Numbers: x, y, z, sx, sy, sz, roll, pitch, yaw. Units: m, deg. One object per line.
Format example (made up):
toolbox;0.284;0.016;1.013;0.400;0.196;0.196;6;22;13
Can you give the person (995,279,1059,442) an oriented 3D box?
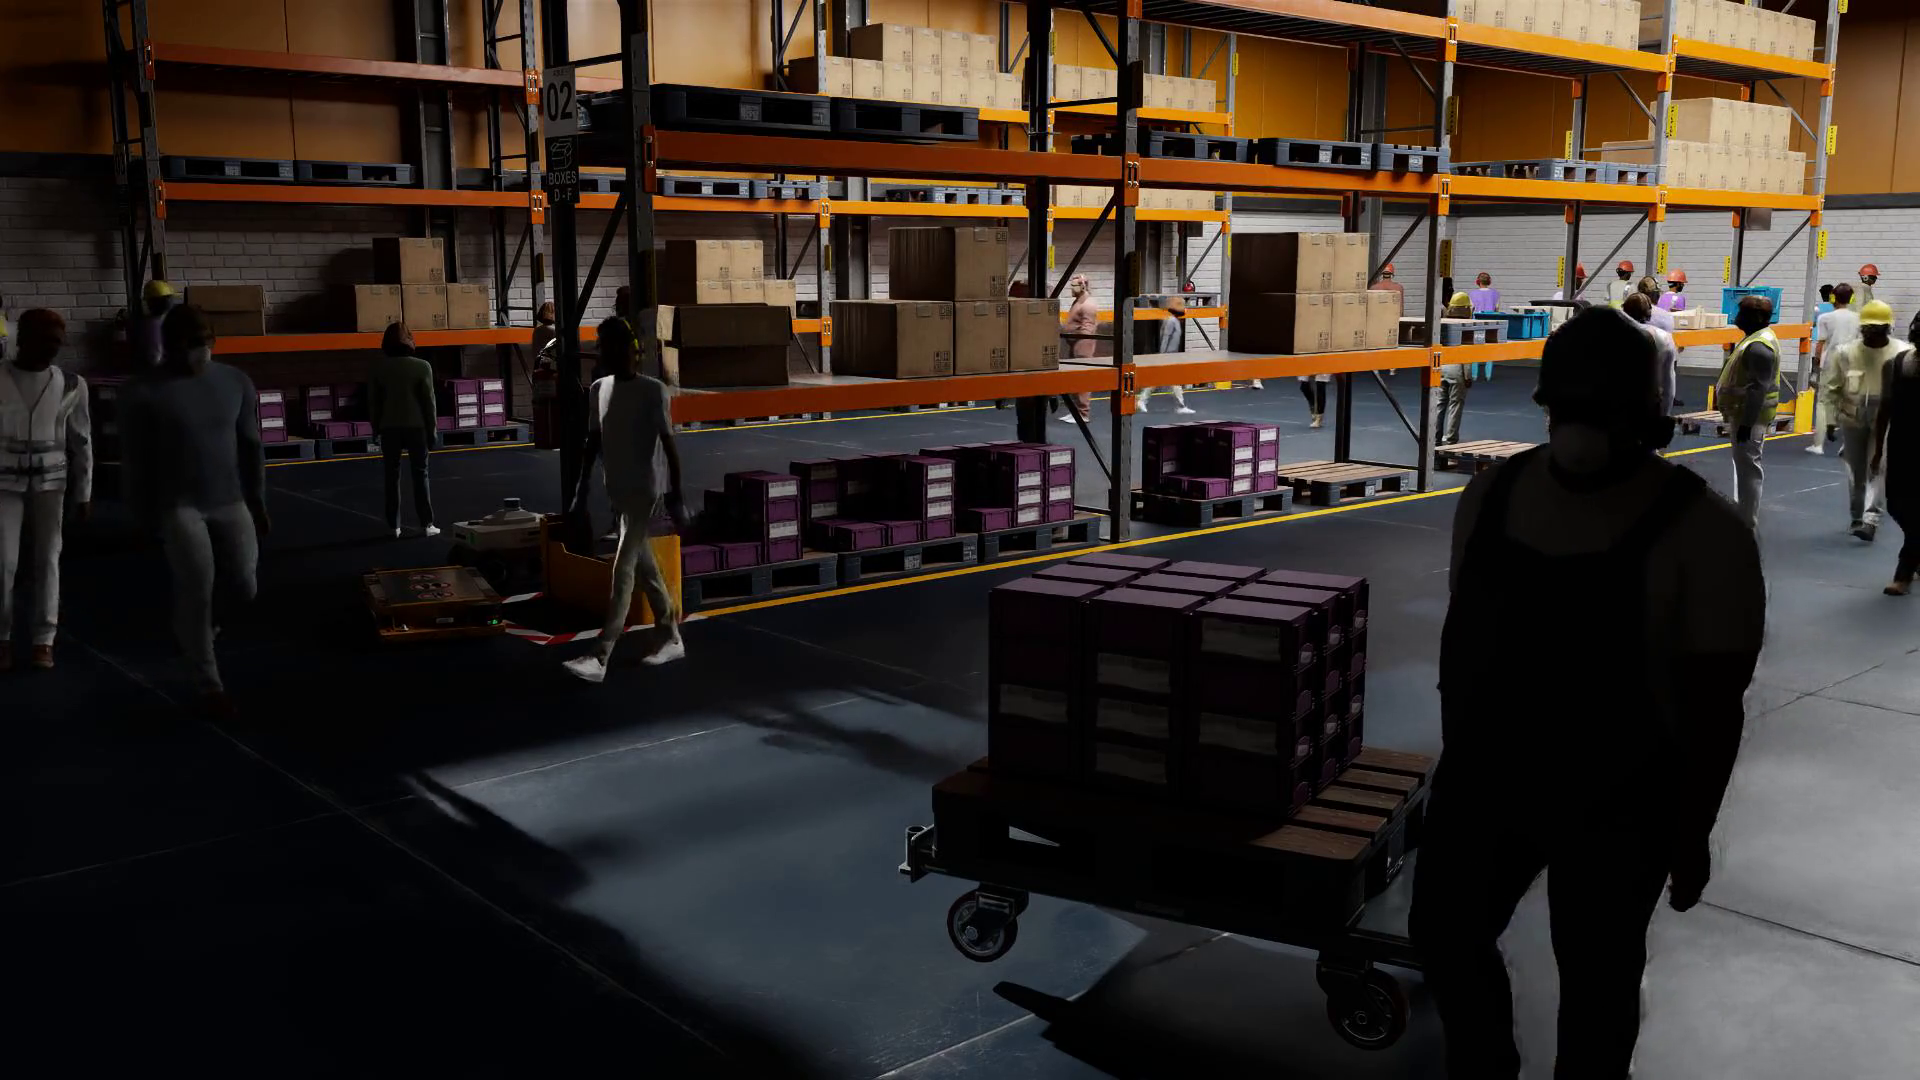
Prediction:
person;0.538;-1.305;14.540;0.694;1.912;0.576;-7;12;-37

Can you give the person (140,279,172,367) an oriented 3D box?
person;-7.466;-1.494;15.664;0.613;1.909;0.617;0;10;1

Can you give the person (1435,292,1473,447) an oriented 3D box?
person;5.325;-1.787;17.892;0.346;1.737;0.485;-5;11;-28

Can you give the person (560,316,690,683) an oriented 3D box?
person;-1.711;-0.201;8.358;0.501;1.814;0.954;7;12;36

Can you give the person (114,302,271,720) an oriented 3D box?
person;-3.566;-0.142;7.721;0.574;1.918;0.649;8;12;39

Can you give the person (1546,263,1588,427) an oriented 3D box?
person;7.515;-2.398;20.570;0.388;2.045;0.605;-2;10;-12

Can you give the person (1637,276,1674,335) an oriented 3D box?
person;6.449;-1.517;15.719;0.372;1.940;0.629;-7;12;-34

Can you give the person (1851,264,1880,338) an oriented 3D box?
person;14.409;-3.393;26.539;0.375;1.995;0.611;7;12;34

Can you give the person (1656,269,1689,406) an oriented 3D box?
person;10.118;-2.872;23.657;0.375;1.935;0.550;-3;10;-17

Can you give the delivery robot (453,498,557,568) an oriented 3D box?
delivery robot;-2.893;-0.029;10.781;0.707;0.478;0.477;-7;12;-36

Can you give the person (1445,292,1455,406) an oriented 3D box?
person;6.939;-2.723;23.656;0.517;1.639;0.313;-8;12;-38

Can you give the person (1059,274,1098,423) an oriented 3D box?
person;1.522;-2.437;21.225;0.408;1.899;0.660;-2;10;-9

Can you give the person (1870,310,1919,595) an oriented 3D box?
person;6.137;-0.579;10.594;0.771;1.818;0.519;-8;12;-38

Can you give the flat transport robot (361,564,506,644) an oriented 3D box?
flat transport robot;-3.092;0.347;9.681;0.652;0.197;1.431;-4;11;-23

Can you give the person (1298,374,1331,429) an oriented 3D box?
person;4.439;-2.228;20.612;0.547;1.683;0.491;7;12;34

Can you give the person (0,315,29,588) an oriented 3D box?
person;-6.302;-0.607;10.791;0.694;1.804;0.597;6;12;32

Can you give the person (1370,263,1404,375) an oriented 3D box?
person;7.627;-3.947;29.784;0.612;1.995;0.377;2;10;10

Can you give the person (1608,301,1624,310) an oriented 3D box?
person;5.720;-1.168;14.235;0.601;1.747;0.530;-1;10;-3

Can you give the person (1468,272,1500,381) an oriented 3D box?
person;8.863;-3.608;28.228;0.563;1.847;0.390;-1;10;-4

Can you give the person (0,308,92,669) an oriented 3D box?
person;-4.801;-0.252;8.579;0.621;1.867;0.380;-8;13;-40

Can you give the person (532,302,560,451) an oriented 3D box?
person;-4.491;-1.790;18.235;0.498;1.629;0.276;9;13;41

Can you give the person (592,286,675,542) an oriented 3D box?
person;-2.423;-0.923;12.339;0.651;1.906;0.401;2;10;12

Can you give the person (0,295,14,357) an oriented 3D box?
person;-8.695;-1.373;15.171;0.841;1.847;0.521;-3;10;-18

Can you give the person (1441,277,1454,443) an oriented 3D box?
person;5.449;-2.080;19.071;0.390;1.920;0.587;2;10;13

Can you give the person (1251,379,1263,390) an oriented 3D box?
person;4.770;-3.341;26.703;0.659;1.838;1.039;3;10;19

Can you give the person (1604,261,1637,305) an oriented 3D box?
person;11.456;-3.804;28.804;0.391;2.040;0.615;-6;12;-33

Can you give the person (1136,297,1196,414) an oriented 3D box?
person;2.774;-2.497;22.501;0.795;1.586;0.537;2;10;11

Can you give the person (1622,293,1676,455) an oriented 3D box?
person;5.230;-0.999;12.973;0.625;1.844;0.429;4;11;23

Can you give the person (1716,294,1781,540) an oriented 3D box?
person;5.867;-0.907;12.426;0.429;1.847;0.627;4;10;21

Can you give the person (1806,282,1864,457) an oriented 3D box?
person;9.326;-1.807;17.687;0.526;1.851;0.726;1;10;3

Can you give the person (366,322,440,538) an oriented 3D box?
person;-4.202;-0.826;12.569;0.497;1.633;0.287;-1;10;-6

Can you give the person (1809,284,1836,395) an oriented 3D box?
person;13.272;-3.071;25.535;0.531;1.693;0.320;2;10;11

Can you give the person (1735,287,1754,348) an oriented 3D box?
person;10.101;-2.346;21.203;0.342;1.721;0.699;-1;10;-5

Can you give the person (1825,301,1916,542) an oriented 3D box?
person;6.775;-0.877;12.404;0.605;1.785;0.896;8;12;39
